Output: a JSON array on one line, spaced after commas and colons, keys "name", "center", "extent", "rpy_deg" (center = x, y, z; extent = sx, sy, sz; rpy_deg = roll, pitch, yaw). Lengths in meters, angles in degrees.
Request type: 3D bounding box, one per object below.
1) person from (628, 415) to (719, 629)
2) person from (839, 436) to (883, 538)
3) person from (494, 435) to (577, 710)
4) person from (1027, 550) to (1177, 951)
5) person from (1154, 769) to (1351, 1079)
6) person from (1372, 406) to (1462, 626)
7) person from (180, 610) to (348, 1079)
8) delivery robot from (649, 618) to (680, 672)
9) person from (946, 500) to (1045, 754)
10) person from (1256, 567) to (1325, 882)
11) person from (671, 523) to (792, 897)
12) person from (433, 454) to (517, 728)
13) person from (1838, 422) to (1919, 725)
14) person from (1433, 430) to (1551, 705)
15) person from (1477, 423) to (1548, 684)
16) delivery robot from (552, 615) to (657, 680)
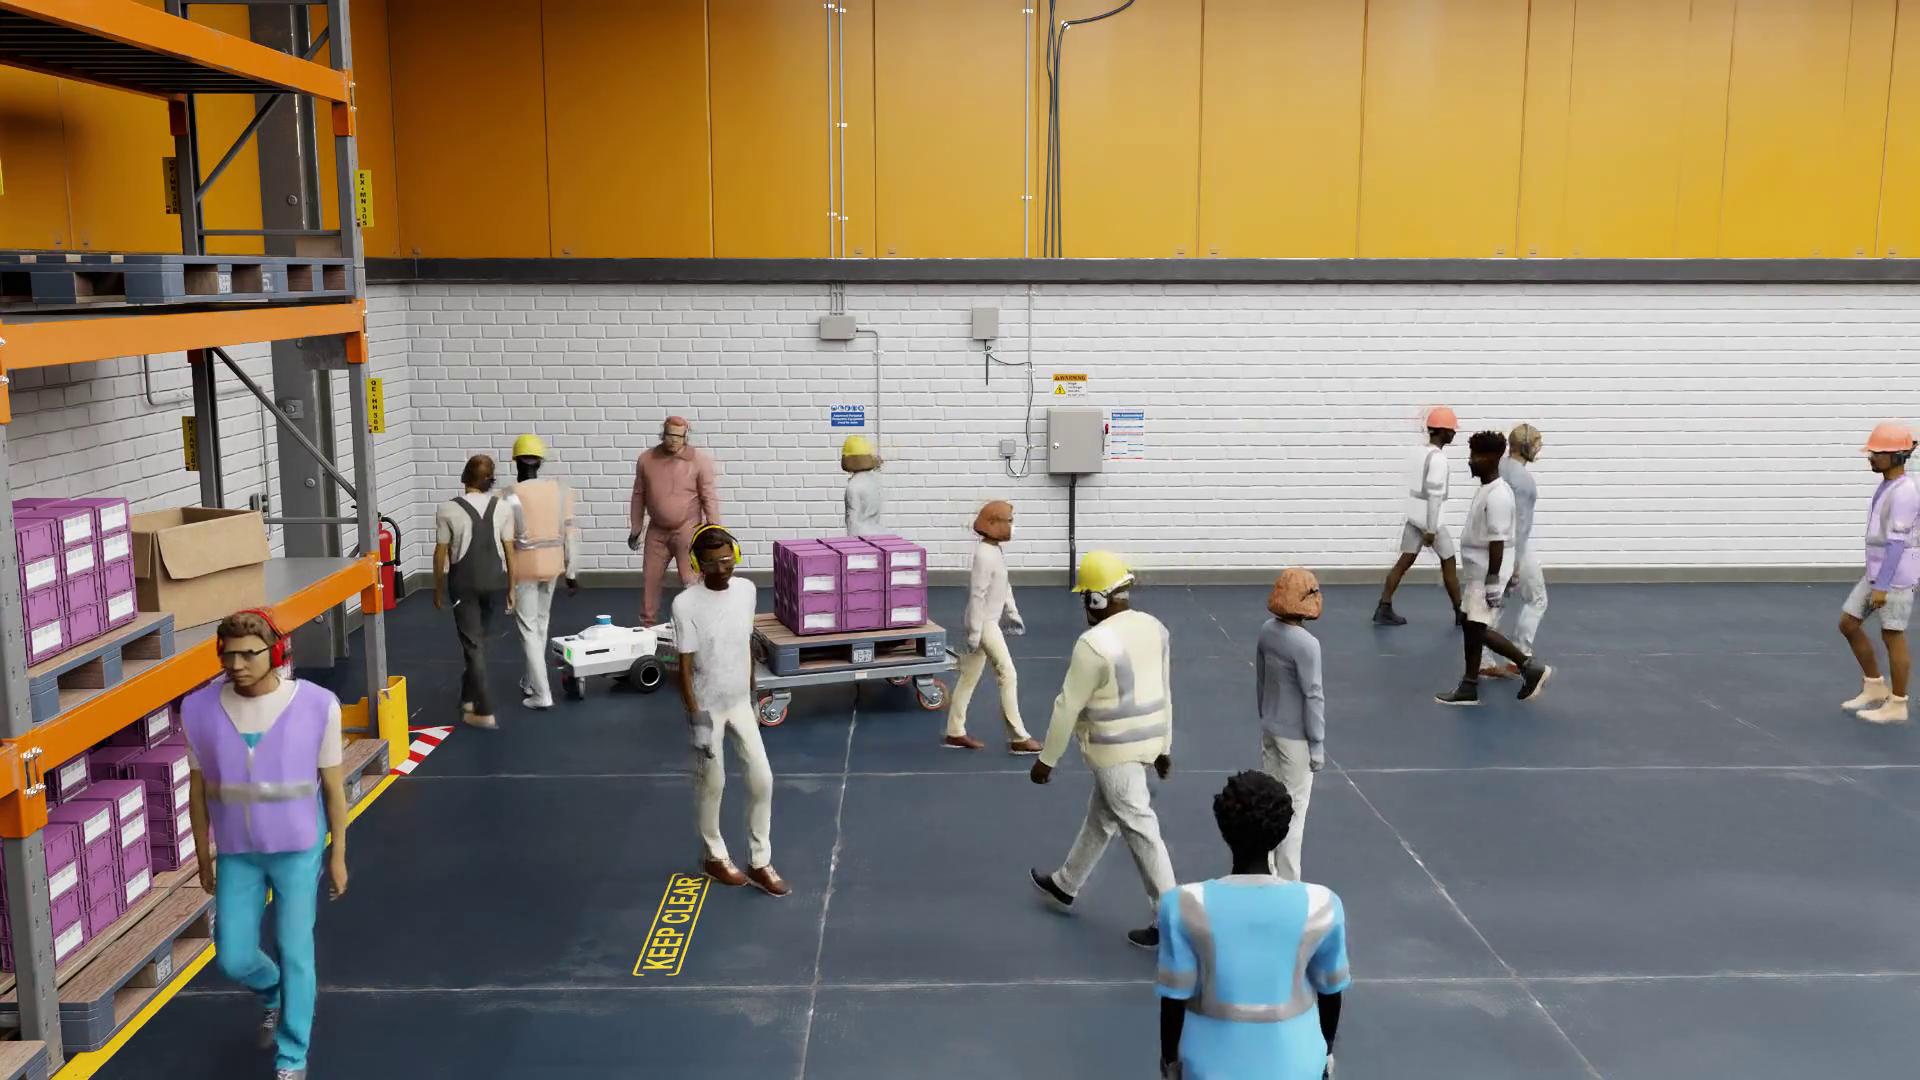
[{"name": "person", "center": [-2.311, -0.077, 13.428], "extent": [0.727, 1.881, 0.406], "rpy_deg": [2, 10, 14]}, {"name": "person", "center": [-0.694, 0.035, 13.176], "extent": [0.570, 1.724, 0.515], "rpy_deg": [4, 10, 23]}, {"name": "person", "center": [-3.034, 0.217, 11.581], "extent": [0.787, 1.887, 0.616], "rpy_deg": [9, 13, 44]}, {"name": "person", "center": [0.669, 0.934, 7.529], "extent": [0.953, 1.770, 0.610], "rpy_deg": [7, 12, 37]}, {"name": "person", "center": [0.811, 1.446, 4.716], "extent": [0.546, 1.655, 0.859], "rpy_deg": [1, 9, 4]}, {"name": "person", "center": [3.980, -0.191, 14.078], "extent": [0.999, 1.887, 0.560], "rpy_deg": [-1, 9, -8]}, {"name": "person", "center": [-2.531, 1.133, 6.131], "extent": [0.563, 1.831, 0.493], "rpy_deg": [-1, 9, -7]}, {"name": "delivery robot", "center": [-1.982, 0.703, 12.372], "extent": [0.477, 0.478, 0.707], "rpy_deg": [5, 11, 29]}, {"name": "person", "center": [0.255, 0.548, 10.399], "extent": [0.769, 1.601, 0.513], "rpy_deg": [1, 9, 3]}, {"name": "person", "center": [1.582, 0.934, 7.936], "extent": [0.280, 1.634, 0.507], "rpy_deg": [-3, 10, -19]}, {"name": "person", "center": [-1.087, 0.828, 7.967], "extent": [0.541, 1.831, 0.727], "rpy_deg": [-9, 13, -44]}, {"name": "person", "center": [-3.287, 0.328, 11.157], "extent": [0.499, 1.801, 0.771], "rpy_deg": [-8, 12, -40]}, {"name": "person", "center": [6.126, 0.232, 11.042], "extent": [0.533, 2.024, 0.605], "rpy_deg": [2, 9, 12]}, {"name": "person", "center": [3.673, 0.214, 11.416], "extent": [0.666, 1.941, 0.608], "rpy_deg": [2, 9, 11]}, {"name": "person", "center": [4.093, 0.104, 12.173], "extent": [0.659, 1.914, 0.655], "rpy_deg": [-1, 9, -3]}, {"name": "delivery robot", "center": [-2.542, 0.781, 11.895], "extent": [0.707, 0.478, 0.477], "rpy_deg": [-6, 11, -34]}]
